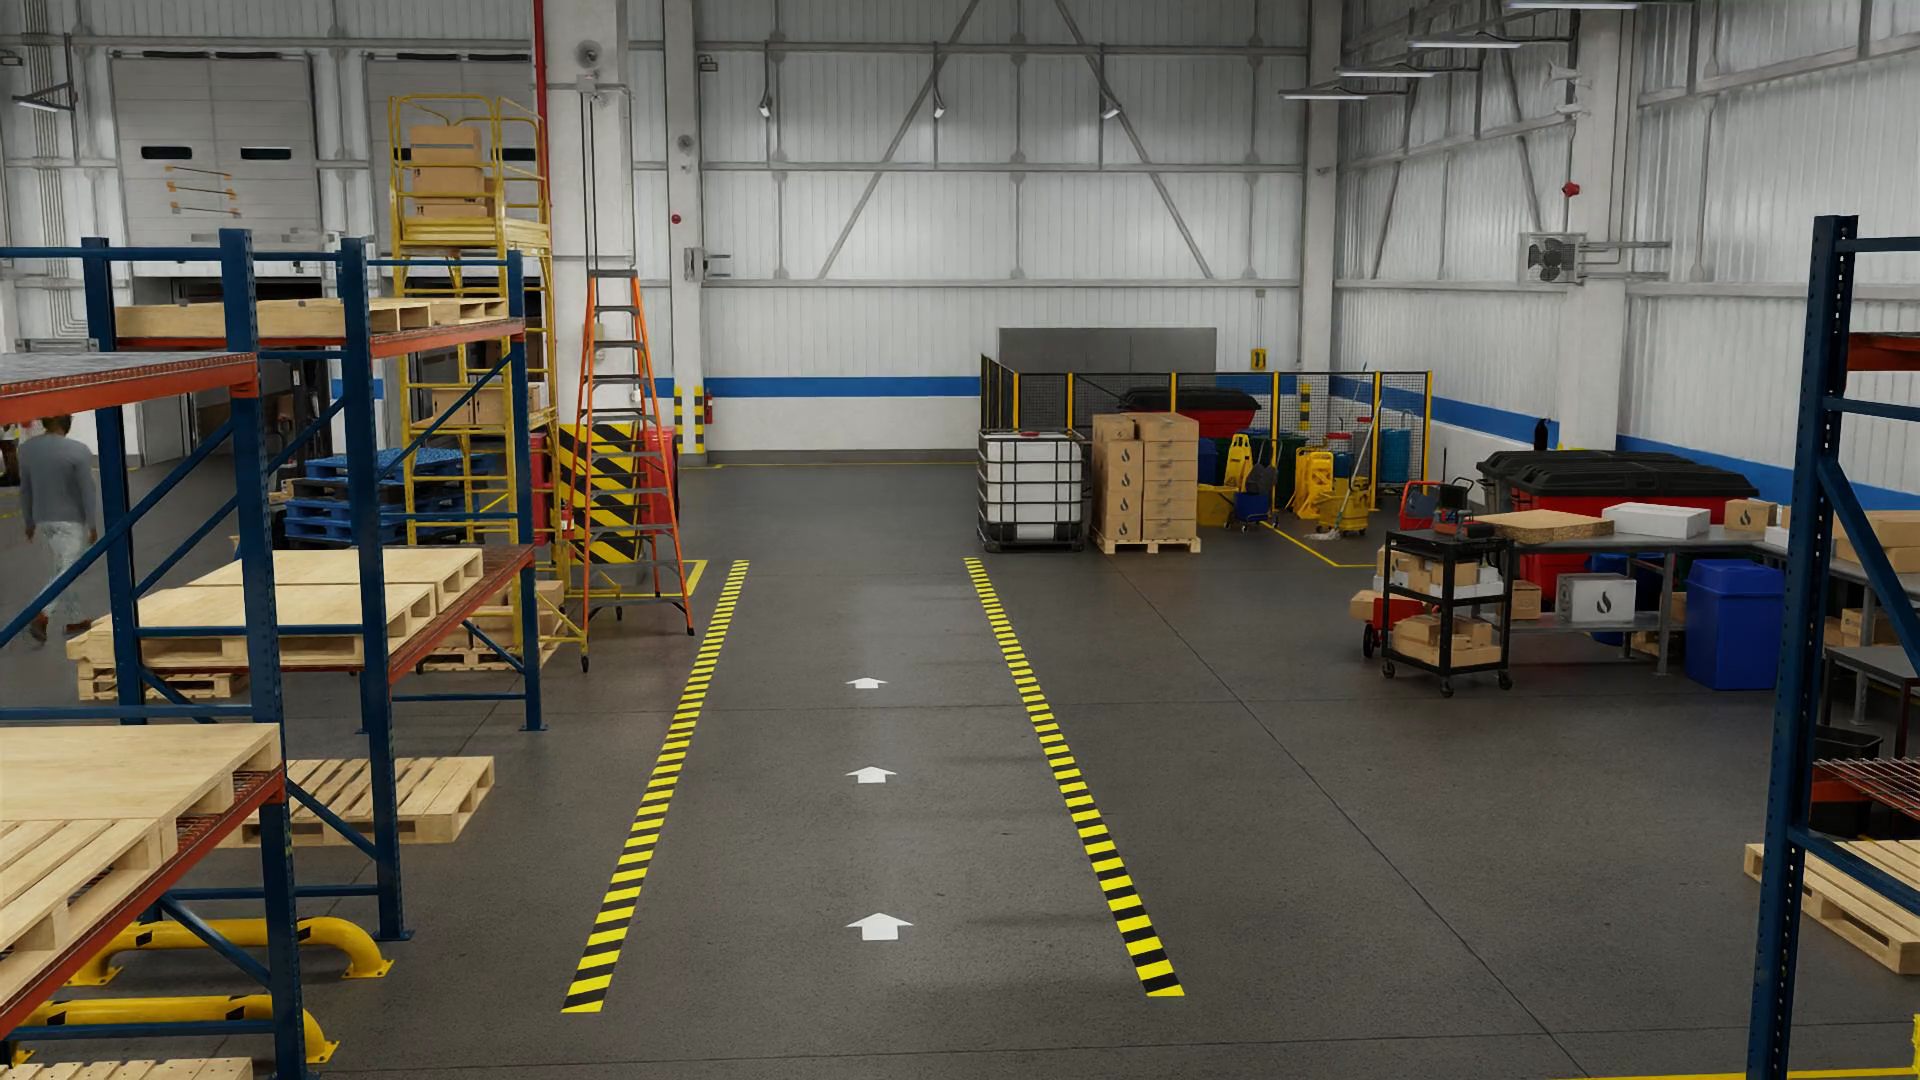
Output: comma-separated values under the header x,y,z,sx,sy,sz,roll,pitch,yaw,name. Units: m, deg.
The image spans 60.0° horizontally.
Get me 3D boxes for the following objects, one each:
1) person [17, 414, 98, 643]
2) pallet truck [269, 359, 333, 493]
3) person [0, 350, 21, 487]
x,y,z,sx,sy,sz,roll,pitch,yaw,name
-7.118,-0.139,13.068,0.637,1.917,0.825,2,9,12,person
-7.062,-1.131,18.996,1.885,1.965,0.823,2,9,13,pallet truck
-13.106,-1.685,22.697,0.544,1.930,0.388,9,12,43,person
